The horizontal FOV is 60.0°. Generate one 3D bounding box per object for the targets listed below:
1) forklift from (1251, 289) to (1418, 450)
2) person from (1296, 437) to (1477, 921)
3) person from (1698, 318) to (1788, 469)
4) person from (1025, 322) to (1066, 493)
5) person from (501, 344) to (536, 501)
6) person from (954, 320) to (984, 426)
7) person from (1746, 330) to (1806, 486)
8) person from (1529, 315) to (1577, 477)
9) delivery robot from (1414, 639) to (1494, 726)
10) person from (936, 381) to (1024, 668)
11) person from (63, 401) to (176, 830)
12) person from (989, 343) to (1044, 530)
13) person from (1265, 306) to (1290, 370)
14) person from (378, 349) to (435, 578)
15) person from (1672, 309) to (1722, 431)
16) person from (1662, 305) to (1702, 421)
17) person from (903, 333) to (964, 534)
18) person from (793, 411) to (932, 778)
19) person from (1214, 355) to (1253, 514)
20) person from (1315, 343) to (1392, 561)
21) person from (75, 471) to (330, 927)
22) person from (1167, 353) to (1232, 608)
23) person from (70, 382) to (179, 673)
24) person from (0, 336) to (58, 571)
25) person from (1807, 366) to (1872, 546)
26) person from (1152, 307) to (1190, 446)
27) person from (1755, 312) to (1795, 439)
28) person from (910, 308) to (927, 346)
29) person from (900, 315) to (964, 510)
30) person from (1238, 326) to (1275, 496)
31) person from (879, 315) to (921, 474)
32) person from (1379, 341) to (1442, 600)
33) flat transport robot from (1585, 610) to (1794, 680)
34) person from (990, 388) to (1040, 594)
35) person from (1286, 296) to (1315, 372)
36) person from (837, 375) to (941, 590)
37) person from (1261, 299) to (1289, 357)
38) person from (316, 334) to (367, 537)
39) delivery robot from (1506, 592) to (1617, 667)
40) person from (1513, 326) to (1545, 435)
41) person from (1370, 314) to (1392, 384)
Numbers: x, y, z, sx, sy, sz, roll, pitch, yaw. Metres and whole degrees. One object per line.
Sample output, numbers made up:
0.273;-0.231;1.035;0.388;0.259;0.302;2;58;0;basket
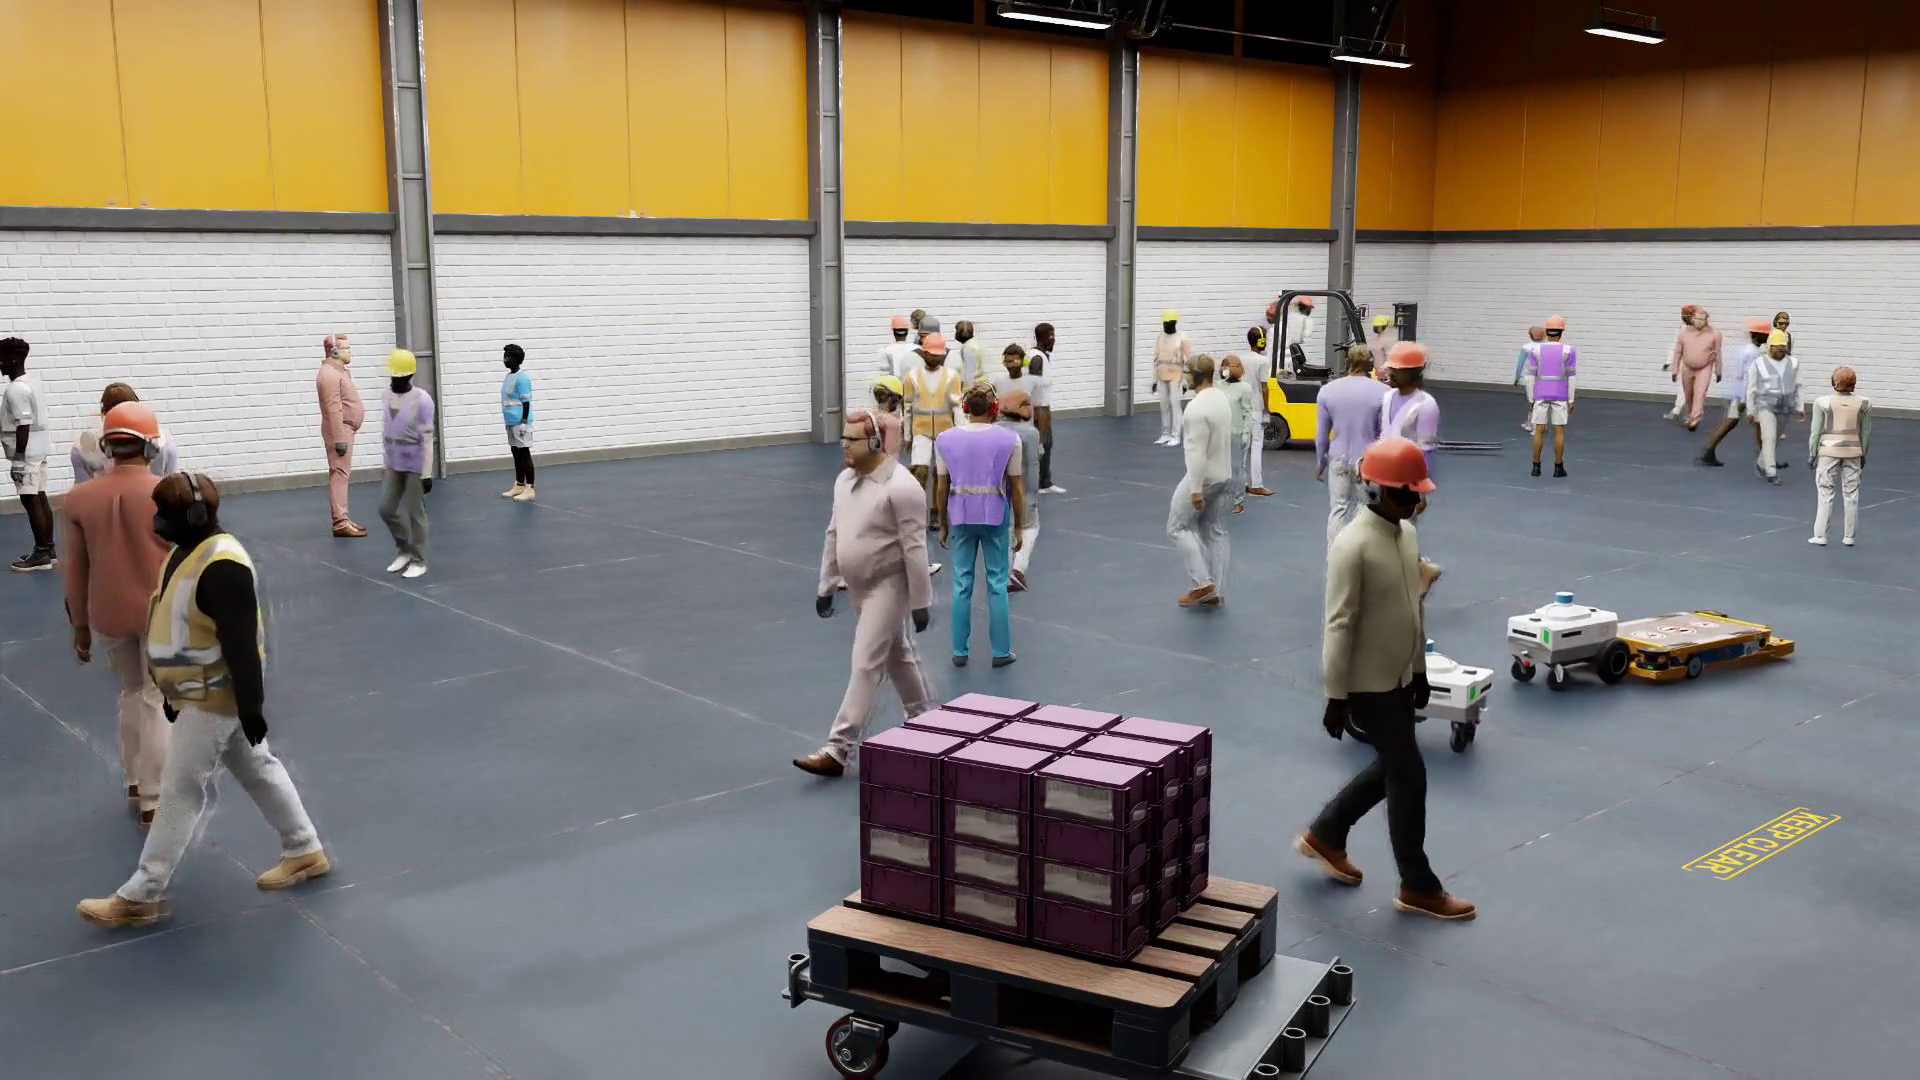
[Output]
5.034;-2.339;22.783;2.313;2.155;1.214;3;10;16;forklift
1.717;0.542;6.690;0.782;1.935;0.664;7;12;36;person
9.759;-1.815;20.653;1.022;1.895;0.551;2;10;12;person
0.899;-1.446;18.387;0.515;1.907;0.656;1;10;8;person
-4.792;-1.272;17.992;0.316;1.696;0.540;-7;12;-35;person
0.088;-1.876;21.145;0.439;1.827;0.649;0;10;0;person
9.504;-1.563;19.438;0.591;1.799;0.908;0;10;1;person
7.069;-1.715;19.879;0.544;1.938;0.355;5;11;27;person
2.512;0.782;9.032;0.707;0.478;0.477;7;12;35;delivery robot
0.125;-0.092;10.645;0.565;1.846;0.390;2;10;9;person
-3.780;0.338;7.790;0.620;1.968;0.688;0;10;0;person
0.535;-0.931;15.575;0.566;1.850;0.568;4;10;22;person
5.074;-2.807;26.563;0.352;1.854;0.667;8;12;38;person
-4.512;-0.607;13.542;0.620;1.889;0.469;5;11;25;person
11.225;-2.595;25.348;0.664;1.846;1.089;7;12;36;person
11.583;-2.825;26.625;0.891;1.843;0.614;-2;10;-12;person
-0.247;-1.007;15.811;0.566;1.907;0.651;-1;10;-5;person
-0.485;0.260;8.570;1.002;1.848;0.667;-7;12;-34;person
2.767;-1.081;17.059;0.282;1.633;0.498;-9;13;-42;person
3.201;-0.622;13.483;0.635;1.937;0.354;4;10;22;person
-3.048;0.612;6.684;0.987;1.791;0.645;-7;12;-35;person
1.798;-0.430;12.406;0.437;1.922;0.629;6;12;33;person
-5.266;-0.079;10.582;0.622;1.847;0.429;-5;11;-27;person
-7.871;-0.726;14.008;0.361;1.963;0.613;-3;10;-16;person
7.983;-0.753;15.119;0.514;1.642;0.314;2;10;10;person
2.925;-2.280;23.229;0.382;1.925;0.595;-9;13;-41;person
11.763;-2.367;23.989;0.504;1.840;0.345;-1;10;-4;person
-0.483;-2.230;22.969;0.417;1.921;0.648;1;10;8;person
-0.328;-1.309;17.205;0.683;2.000;0.538;-3;10;-19;person
3.246;-1.423;18.377;0.335;1.870;0.519;-6;11;-31;person
-0.707;-1.737;20.021;0.551;1.933;0.378;-2;10;-13;person
3.264;-0.436;12.122;0.576;2.031;0.636;-3;10;-17;person
4.697;0.667;10.808;1.431;0.197;0.652;-6;11;-31;flat transport robot
0.434;-0.376;12.986;0.495;1.614;0.357;6;11;31;person
5.664;-3.101;27.931;1.092;1.985;0.628;-6;12;-33;person
-0.603;-0.452;13.204;0.975;1.689;0.554;-9;13;-41;person
5.478;-3.222;28.835;0.469;1.890;0.655;-7;12;-35;person
-5.829;-0.987;15.702;0.408;1.913;0.638;-3;10;-19;person
3.726;0.566;10.296;0.707;0.478;0.477;-6;11;-31;delivery robot
8.465;-2.357;24.641;0.514;1.597;0.828;-2;10;-14;person
6.477;-2.586;25.509;0.528;1.751;0.545;-3;10;-15;person
